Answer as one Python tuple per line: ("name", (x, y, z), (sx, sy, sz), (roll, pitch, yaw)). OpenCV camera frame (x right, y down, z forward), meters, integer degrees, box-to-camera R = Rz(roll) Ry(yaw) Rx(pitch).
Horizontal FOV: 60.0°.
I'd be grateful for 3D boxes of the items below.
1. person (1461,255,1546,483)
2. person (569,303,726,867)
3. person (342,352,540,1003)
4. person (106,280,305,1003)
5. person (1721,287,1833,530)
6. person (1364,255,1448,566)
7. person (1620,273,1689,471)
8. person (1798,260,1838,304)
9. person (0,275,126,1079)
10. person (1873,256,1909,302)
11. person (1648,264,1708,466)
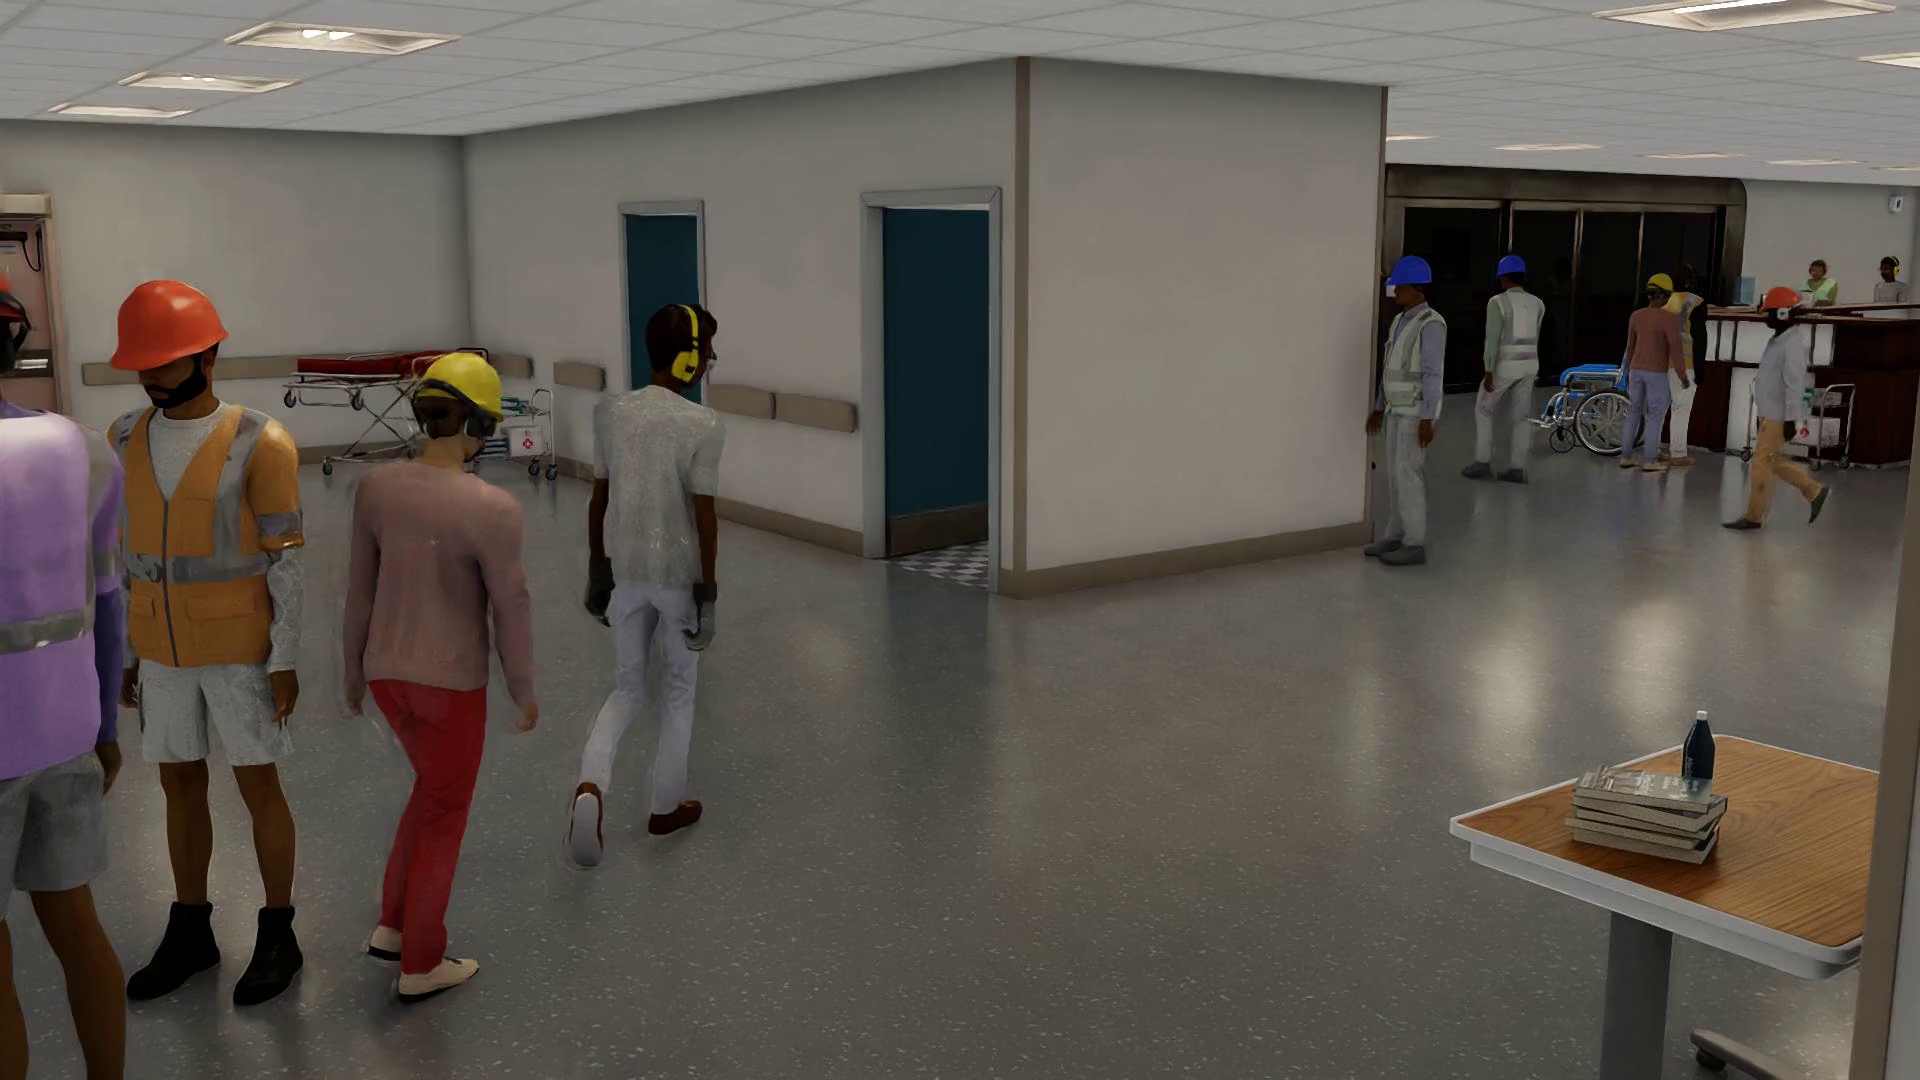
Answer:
("person", (4.645, -1.458, 14.185), (0.628, 1.915, 0.695), (-4, 11, -20))
("person", (-1.024, 0.151, 5.405), (0.559, 1.833, 0.717), (3, 11, 18))
("person", (-1.383, 0.372, 4.448), (0.550, 1.726, 0.454), (5, 11, 25))
("person", (-2.012, 0.284, 4.414), (0.542, 1.927, 0.374), (1, 10, 8))
("person", (5.821, -0.914, 11.707), (0.696, 1.723, 0.593), (2, 10, 11))
("person", (2.846, -0.822, 10.555), (0.407, 1.943, 0.625), (-1, 10, -5))
("person", (6.188, -1.487, 14.818), (0.345, 1.757, 0.588), (-5, 11, -24))
("person", (12.157, -3.081, 23.663), (0.938, 1.786, 0.564), (-8, 13, -39))
("person", (-1.998, 0.410, 3.429), (0.410, 2.032, 0.610), (3, 11, 17))
("person", (11.405, -2.562, 20.538), (0.326, 1.865, 0.519), (-3, 11, -18))
("person", (6.549, -1.590, 15.194), (0.431, 1.836, 0.618), (-4, 11, -23))
